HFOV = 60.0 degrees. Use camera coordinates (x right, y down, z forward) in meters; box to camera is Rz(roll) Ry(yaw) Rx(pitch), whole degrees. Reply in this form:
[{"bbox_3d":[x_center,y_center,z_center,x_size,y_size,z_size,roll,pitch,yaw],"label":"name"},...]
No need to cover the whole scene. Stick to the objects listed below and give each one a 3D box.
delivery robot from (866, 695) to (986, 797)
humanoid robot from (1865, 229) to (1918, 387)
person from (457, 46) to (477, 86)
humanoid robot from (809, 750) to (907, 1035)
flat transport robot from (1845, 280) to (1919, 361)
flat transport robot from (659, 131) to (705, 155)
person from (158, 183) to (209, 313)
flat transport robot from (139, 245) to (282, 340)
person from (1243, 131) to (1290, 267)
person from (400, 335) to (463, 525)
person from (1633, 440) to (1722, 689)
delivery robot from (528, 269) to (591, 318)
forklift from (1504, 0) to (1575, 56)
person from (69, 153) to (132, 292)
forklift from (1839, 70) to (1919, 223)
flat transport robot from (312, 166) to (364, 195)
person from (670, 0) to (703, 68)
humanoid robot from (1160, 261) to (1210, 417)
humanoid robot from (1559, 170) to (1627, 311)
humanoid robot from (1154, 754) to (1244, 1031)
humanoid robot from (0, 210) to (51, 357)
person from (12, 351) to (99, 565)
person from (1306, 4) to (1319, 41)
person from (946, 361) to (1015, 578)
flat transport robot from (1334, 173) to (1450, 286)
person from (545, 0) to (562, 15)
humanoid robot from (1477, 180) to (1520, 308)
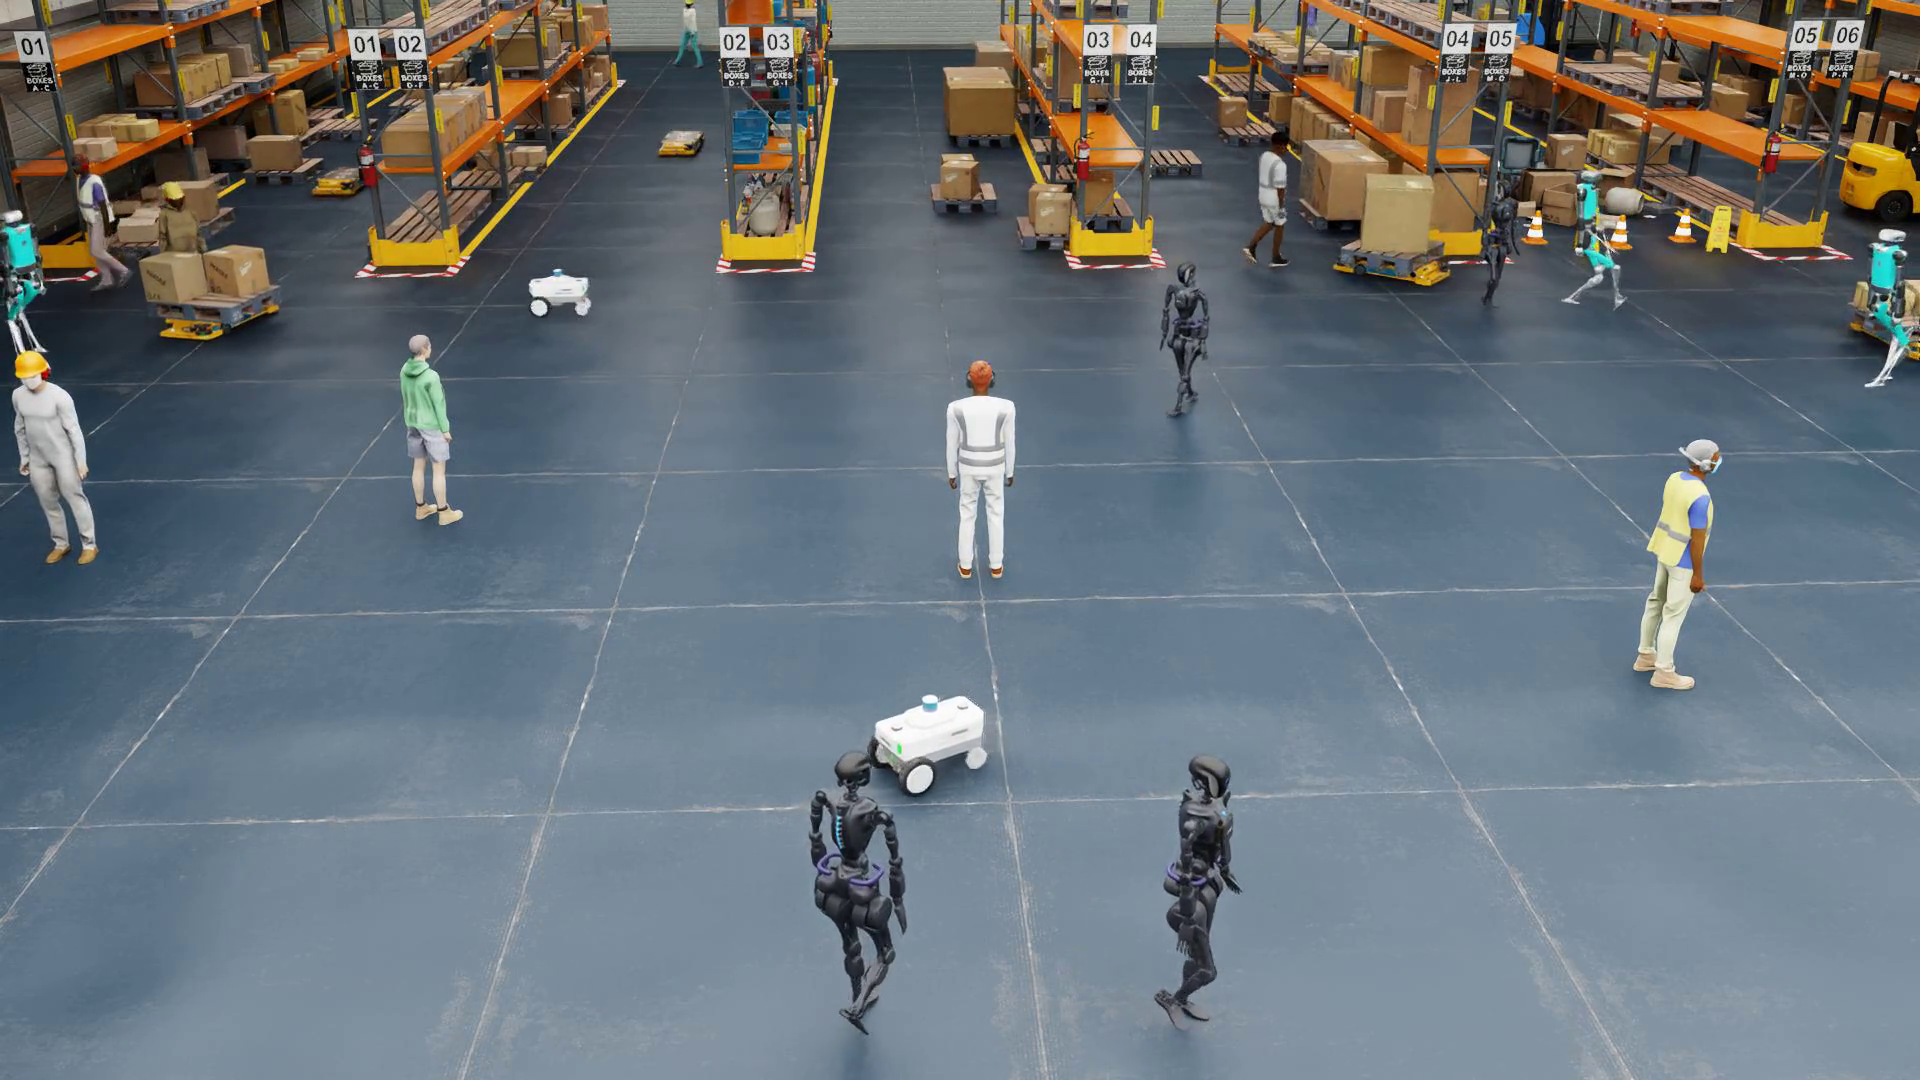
[{"bbox_3d":[-0.206,1.317,11.133,0.756,0.571,0.499,-15,28,-30],"label":"delivery robot"},{"bbox_3d":[10.391,-2.576,18.451,0.781,1.762,0.559,-4,24,-10],"label":"humanoid robot"},{"bbox_3d":[-11.258,-11.126,37.727,0.317,1.688,0.545,-21,32,-39],"label":"person"},{"bbox_3d":[-0.580,1.838,8.621,0.587,1.648,0.492,12,27,25],"label":"humanoid robot"},{"bbox_3d":[11.408,-2.438,19.950,0.659,0.231,1.431,-2,24,-4],"label":"flat transport robot"},{"bbox_3d":[-5.213,-7.461,31.237,0.659,0.231,1.431,0,24,0],"label":"flat transport robot"},{"bbox_3d":[-9.615,-3.551,20.644,0.611,1.747,0.499,-22,32,-40],"label":"person"},{"bbox_3d":[-9.224,-2.785,20.730,0.659,0.231,1.431,6,25,13],"label":"flat transport robot"},{"bbox_3d":[4.349,-4.715,23.032,0.616,1.917,0.634,-10,26,-20],"label":"person"},{"bbox_3d":[-4.777,-0.986,14.891,0.470,1.733,0.325,13,27,26],"label":"person"},{"bbox_3d":[5.226,0.167,12.104,0.399,1.893,0.533,-2,24,-4],"label":"person"},{"bbox_3d":[-5.121,-3.138,21.189,0.808,0.607,0.499,-2,24,-4],"label":"delivery robot"},{"bbox_3d":[14.700,-13.805,42.301,1.873,2.768,1.129,-1,24,-2],"label":"forklift"},{"bbox_3d":[-11.421,-4.194,21.973,0.437,1.829,0.581,-21,32,-39],"label":"person"},{"bbox_3d":[15.132,-6.143,25.915,2.313,2.155,1.214,-1,24,-2],"label":"forklift"},{"bbox_3d":[-10.399,-6.079,28.132,0.659,0.231,1.431,0,24,-1],"label":"flat transport robot"},{"bbox_3d":[-6.662,-12.334,40.411,0.772,1.716,0.550,-19,30,-36],"label":"person"},{"bbox_3d":[2.405,-2.164,17.659,0.606,1.628,0.768,19,30,37],"label":"humanoid robot"},{"bbox_3d":[8.274,-3.789,21.213,0.958,1.764,0.542,17,29,33],"label":"humanoid robot"},{"bbox_3d":[1.256,1.818,8.654,0.344,1.652,0.595,13,27,27],"label":"humanoid robot"},{"bbox_3d":[-10.994,-2.955,19.311,0.723,1.777,0.538,8,25,18],"label":"humanoid robot"},{"bbox_3d":[-7.674,-0.700,14.061,0.579,1.887,0.388,2,24,5],"label":"person"},{"bbox_3d":[8.692,-12.847,41.500,0.819,1.768,0.589,-2,24,-5],"label":"person"},{"bbox_3d":[0.170,-0.571,13.788,0.565,1.878,0.350,1,24,3],"label":"person"},{"bbox_3d":[5.956,-3.765,22.933,1.431,0.231,0.659,18,29,34],"label":"flat transport robot"},{"bbox_3d":[-9.932,-12.552,40.771,0.614,1.820,0.501,-11,26,-24],"label":"person"},{"bbox_3d":[6.873,-3.766,21.205,0.612,1.651,0.369,-11,26,-23],"label":"humanoid robot"}]
